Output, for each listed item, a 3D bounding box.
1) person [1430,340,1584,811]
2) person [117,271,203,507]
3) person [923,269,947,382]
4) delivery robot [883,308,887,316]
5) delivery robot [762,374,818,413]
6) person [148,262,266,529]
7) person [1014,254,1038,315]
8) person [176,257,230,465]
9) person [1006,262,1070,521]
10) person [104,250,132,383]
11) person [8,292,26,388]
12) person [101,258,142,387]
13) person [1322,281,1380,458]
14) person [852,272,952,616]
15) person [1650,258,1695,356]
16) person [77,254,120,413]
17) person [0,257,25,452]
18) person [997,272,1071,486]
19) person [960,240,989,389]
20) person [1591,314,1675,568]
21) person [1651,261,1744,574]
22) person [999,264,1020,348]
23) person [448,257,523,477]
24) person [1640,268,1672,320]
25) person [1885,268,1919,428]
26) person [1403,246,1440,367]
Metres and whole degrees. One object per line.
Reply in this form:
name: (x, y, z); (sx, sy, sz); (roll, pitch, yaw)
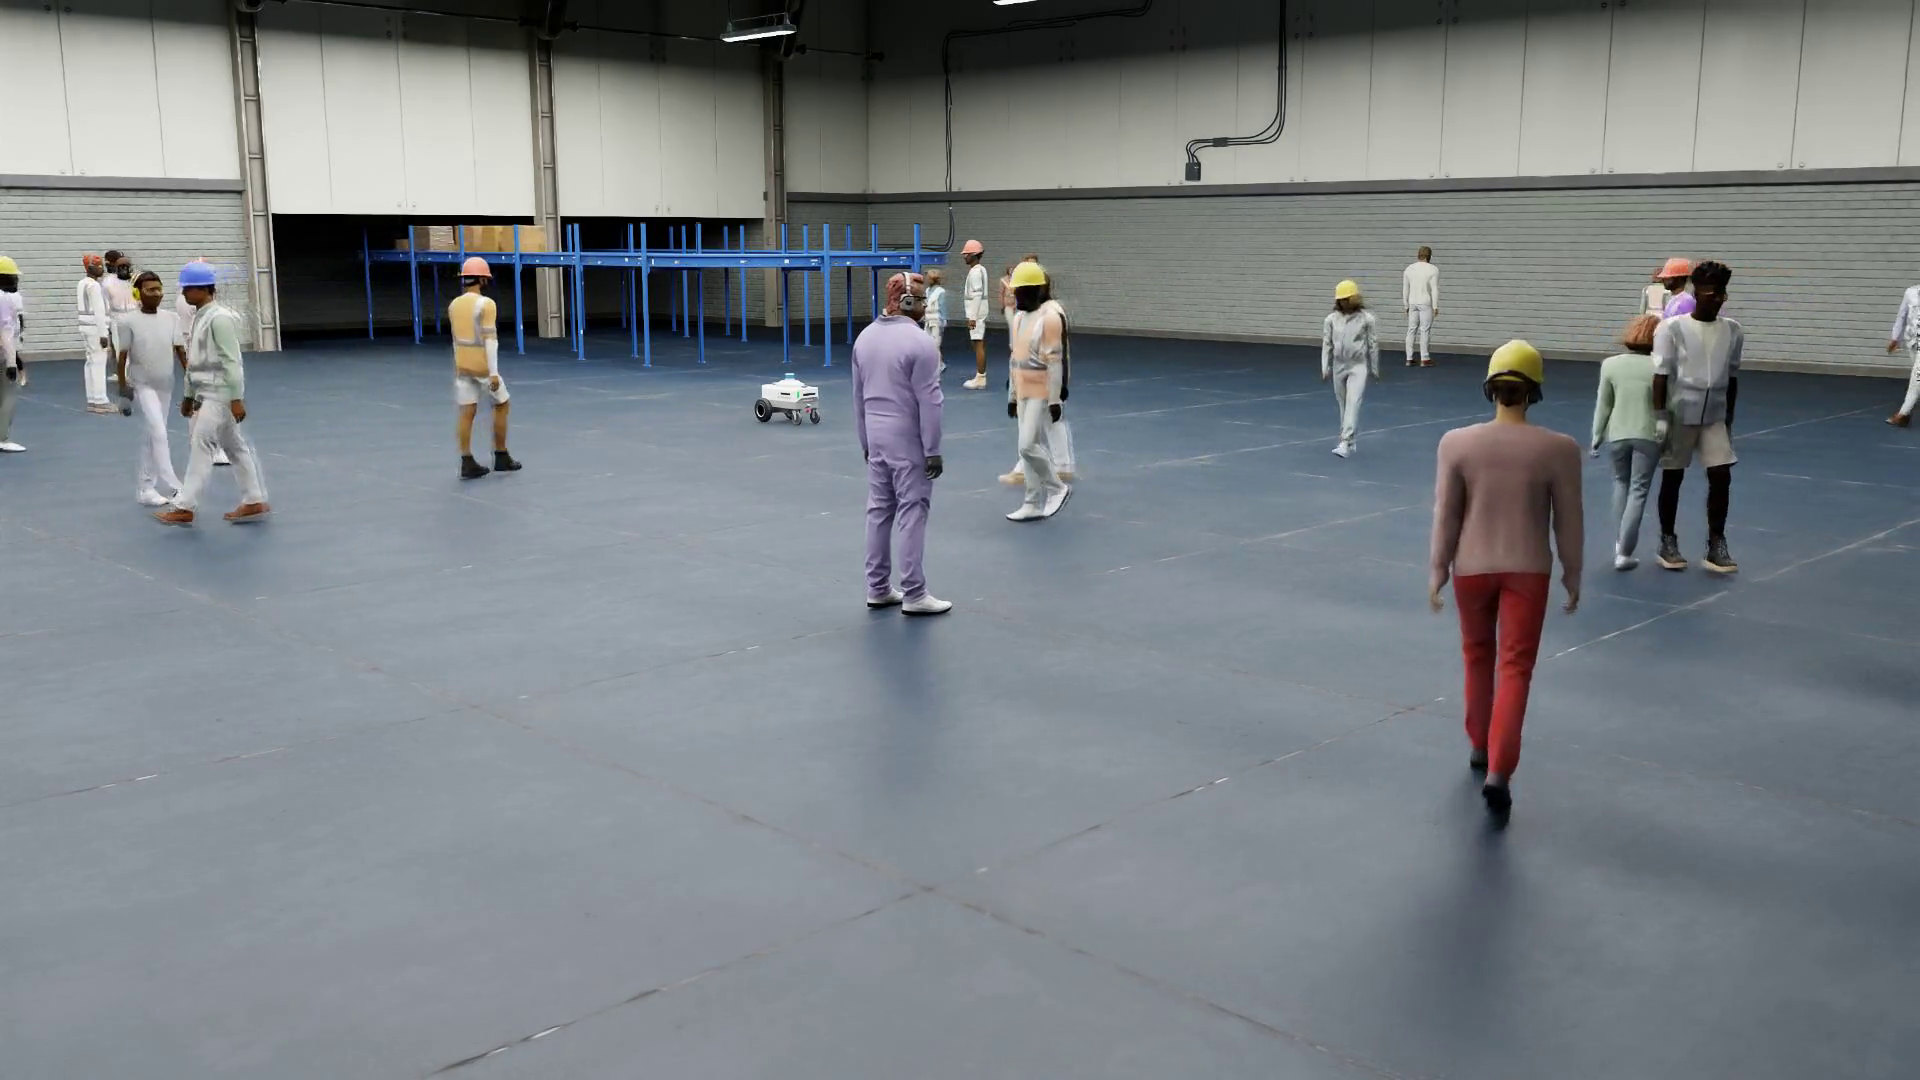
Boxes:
person: (2.048, 0.113, 6.269); (0.539, 1.730, 0.887); (5, 11, 24)
person: (-6.171, -1.153, 12.891); (0.960, 1.833, 0.508); (6, 12, 28)
person: (-0.367, -3.075, 23.930); (0.389, 1.624, 0.527); (-7, 13, -34)
delivery robot: (-1.472, -5.304, 38.866); (0.477, 0.478, 0.707); (-10, 14, -44)
delivery robot: (-1.938, -1.656, 18.973); (0.477, 0.478, 0.707); (-10, 14, -44)
person: (-5.541, -1.044, 12.066); (0.920, 1.906, 0.653); (-8, 13, -36)
person: (1.205, -3.971, 28.319); (0.580, 1.806, 0.902); (-1, 10, -5)
person: (-6.994, -1.663, 15.461); (0.400, 1.907, 0.644); (-9, 14, -42)
person: (0.529, -1.083, 12.272); (0.410, 1.913, 0.618); (-5, 12, -26)
person: (-12.073, -3.192, 23.844); (0.741, 1.885, 0.625); (-4, 11, -22)
person: (-12.809, -2.798, 22.277); (0.538, 1.685, 0.442); (-2, 11, -13)
person: (-11.651, -3.044, 23.310); (0.648, 1.785, 0.986); (-5, 11, -24)
person: (3.763, -1.650, 16.009); (0.537, 1.678, 0.930); (5, 12, 26)
person: (-0.311, -0.541, 9.358); (0.400, 1.903, 0.644); (-9, 14, -42)
person: (7.199, -1.854, 16.555); (0.967, 1.904, 0.540); (3, 11, 15)
person: (-10.405, -2.490, 20.032); (0.349, 1.882, 0.577); (-9, 14, -42)
person: (-9.414, -1.821, 16.386); (0.595, 1.895, 0.529); (10, 14, 42)
person: (0.611, -1.355, 14.054); (0.804, 1.811, 0.654); (-2, 10, -8)
person: (0.195, -3.124, 23.055); (0.394, 2.042, 0.611); (1, 10, 8)
person: (4.387, -0.642, 10.705); (0.524, 1.606, 0.660); (9, 14, 42)
person: (4.630, -0.753, 10.386); (0.626, 1.941, 0.682); (0, 10, -2)
person: (0.999, -4.279, 30.600); (0.529, 1.580, 0.895); (-3, 11, -16)
person: (-4.196, -1.529, 14.713); (0.584, 1.909, 0.759); (6, 12, 29)
person: (10.163, -3.140, 24.253); (0.314, 1.636, 0.517); (-9, 14, -42)
person: (10.758, -2.218, 18.543); (1.023, 1.899, 0.608); (-4, 11, -19)
person: (7.479, -3.791, 26.979); (0.366, 1.938, 0.630); (-9, 14, -42)
